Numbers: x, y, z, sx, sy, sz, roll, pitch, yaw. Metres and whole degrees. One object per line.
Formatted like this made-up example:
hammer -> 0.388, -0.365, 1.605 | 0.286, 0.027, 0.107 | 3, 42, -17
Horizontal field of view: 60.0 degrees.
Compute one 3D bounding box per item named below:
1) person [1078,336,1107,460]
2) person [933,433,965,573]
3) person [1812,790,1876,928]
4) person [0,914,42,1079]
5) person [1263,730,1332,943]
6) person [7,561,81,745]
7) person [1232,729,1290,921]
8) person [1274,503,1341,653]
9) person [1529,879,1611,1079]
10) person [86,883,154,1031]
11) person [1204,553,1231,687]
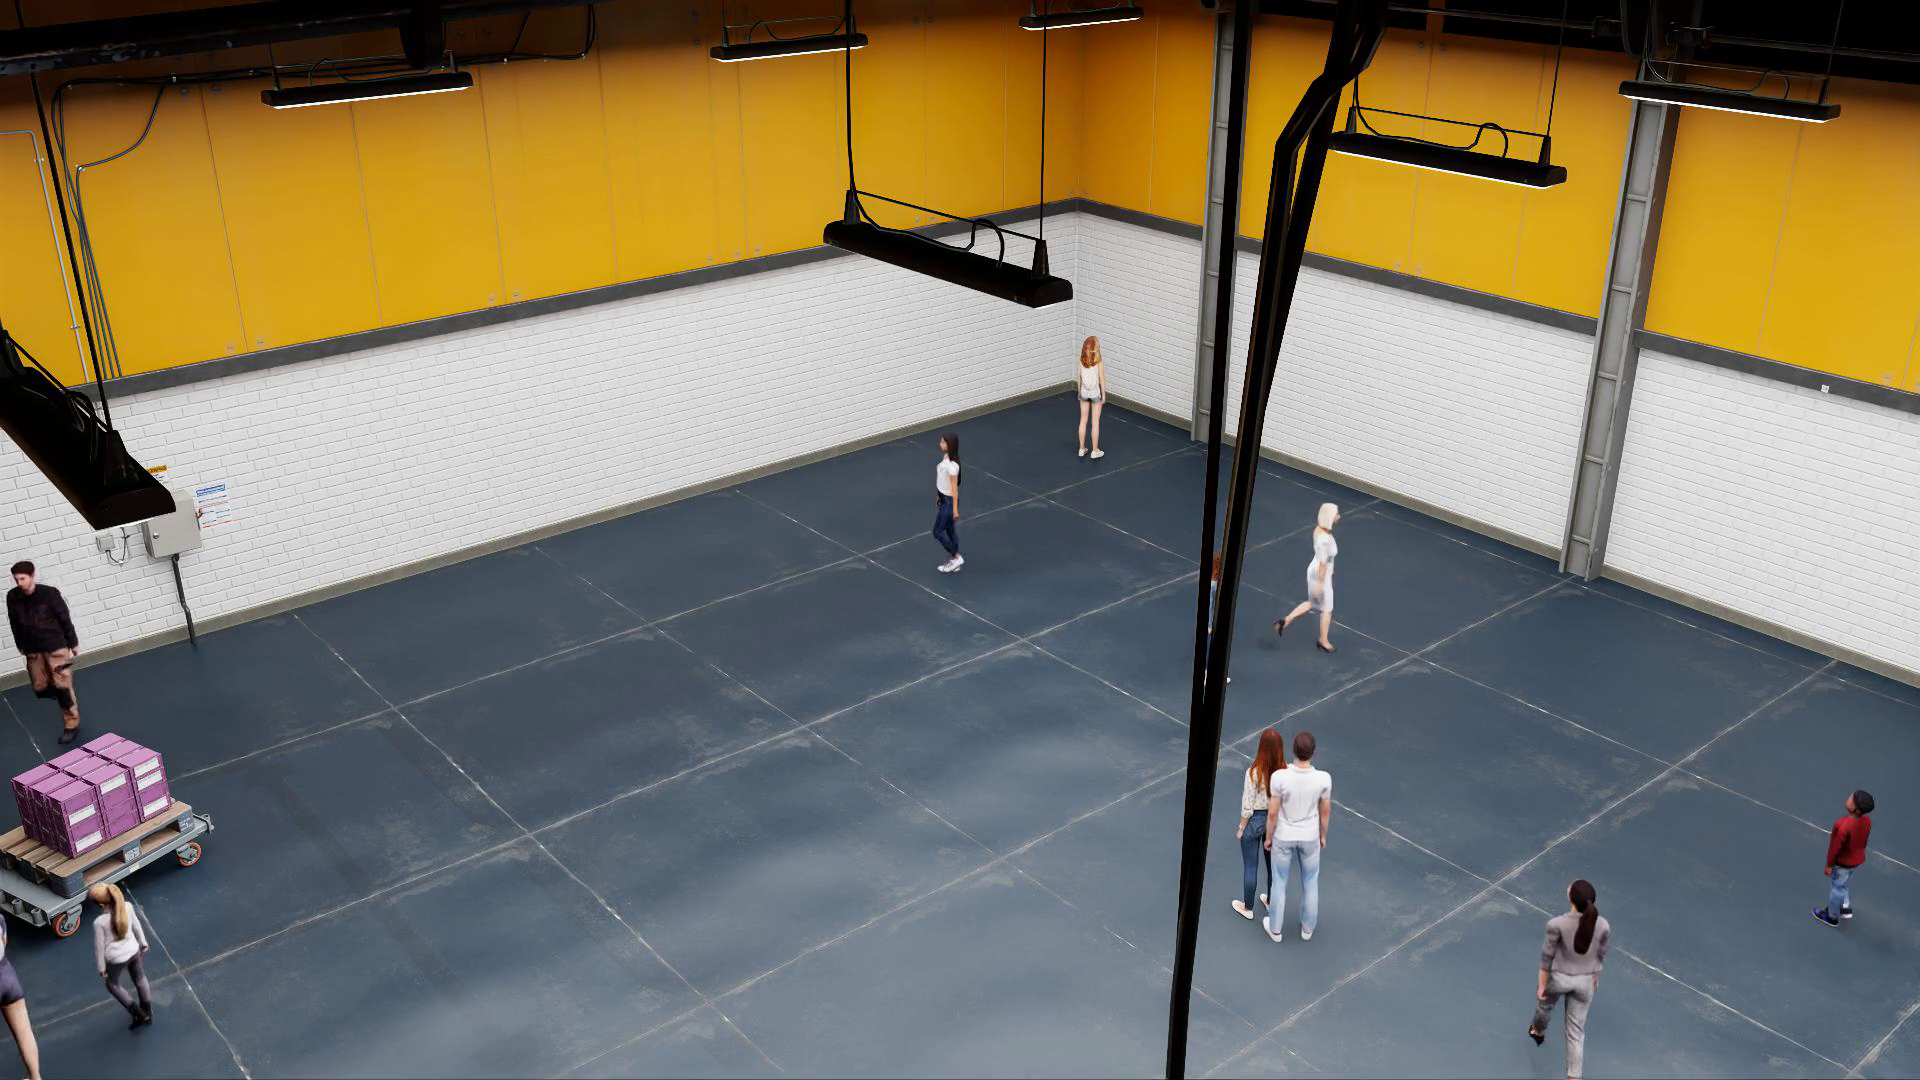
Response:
person -> 1.830, -2.008, 23.316 | 0.568, 1.759, 0.693 | 13, 27, 27
person -> -0.045, -0.431, 19.703 | 0.777, 1.764, 0.701 | -3, 24, -6
person -> 7.212, 2.593, 13.424 | 0.548, 1.251, 0.542 | -12, 26, -25
person -> -6.702, 3.180, 11.628 | 1.055, 1.616, 0.776 | 15, 28, 30
person -> 2.671, 2.362, 13.205 | 0.726, 1.851, 0.774 | 1, 24, 2
person -> -8.853, 1.023, 16.200 | 0.995, 1.907, 1.099 | -4, 24, -10
person -> 2.463, 2.294, 13.513 | 0.644, 1.729, 0.616 | -8, 25, -18
person -> 3.783, 0.408, 17.829 | 0.982, 1.727, 0.954 | 0, 24, 1
person -> 4.278, 3.171, 11.628 | 1.101, 1.632, 1.161 | 1, 24, 3
person -> -6.153, 3.090, 12.270 | 0.649, 1.267, 0.624 | 15, 28, 31
person -> 2.658, 0.819, 17.202 | 0.528, 1.476, 0.590 | 21, 31, 39
